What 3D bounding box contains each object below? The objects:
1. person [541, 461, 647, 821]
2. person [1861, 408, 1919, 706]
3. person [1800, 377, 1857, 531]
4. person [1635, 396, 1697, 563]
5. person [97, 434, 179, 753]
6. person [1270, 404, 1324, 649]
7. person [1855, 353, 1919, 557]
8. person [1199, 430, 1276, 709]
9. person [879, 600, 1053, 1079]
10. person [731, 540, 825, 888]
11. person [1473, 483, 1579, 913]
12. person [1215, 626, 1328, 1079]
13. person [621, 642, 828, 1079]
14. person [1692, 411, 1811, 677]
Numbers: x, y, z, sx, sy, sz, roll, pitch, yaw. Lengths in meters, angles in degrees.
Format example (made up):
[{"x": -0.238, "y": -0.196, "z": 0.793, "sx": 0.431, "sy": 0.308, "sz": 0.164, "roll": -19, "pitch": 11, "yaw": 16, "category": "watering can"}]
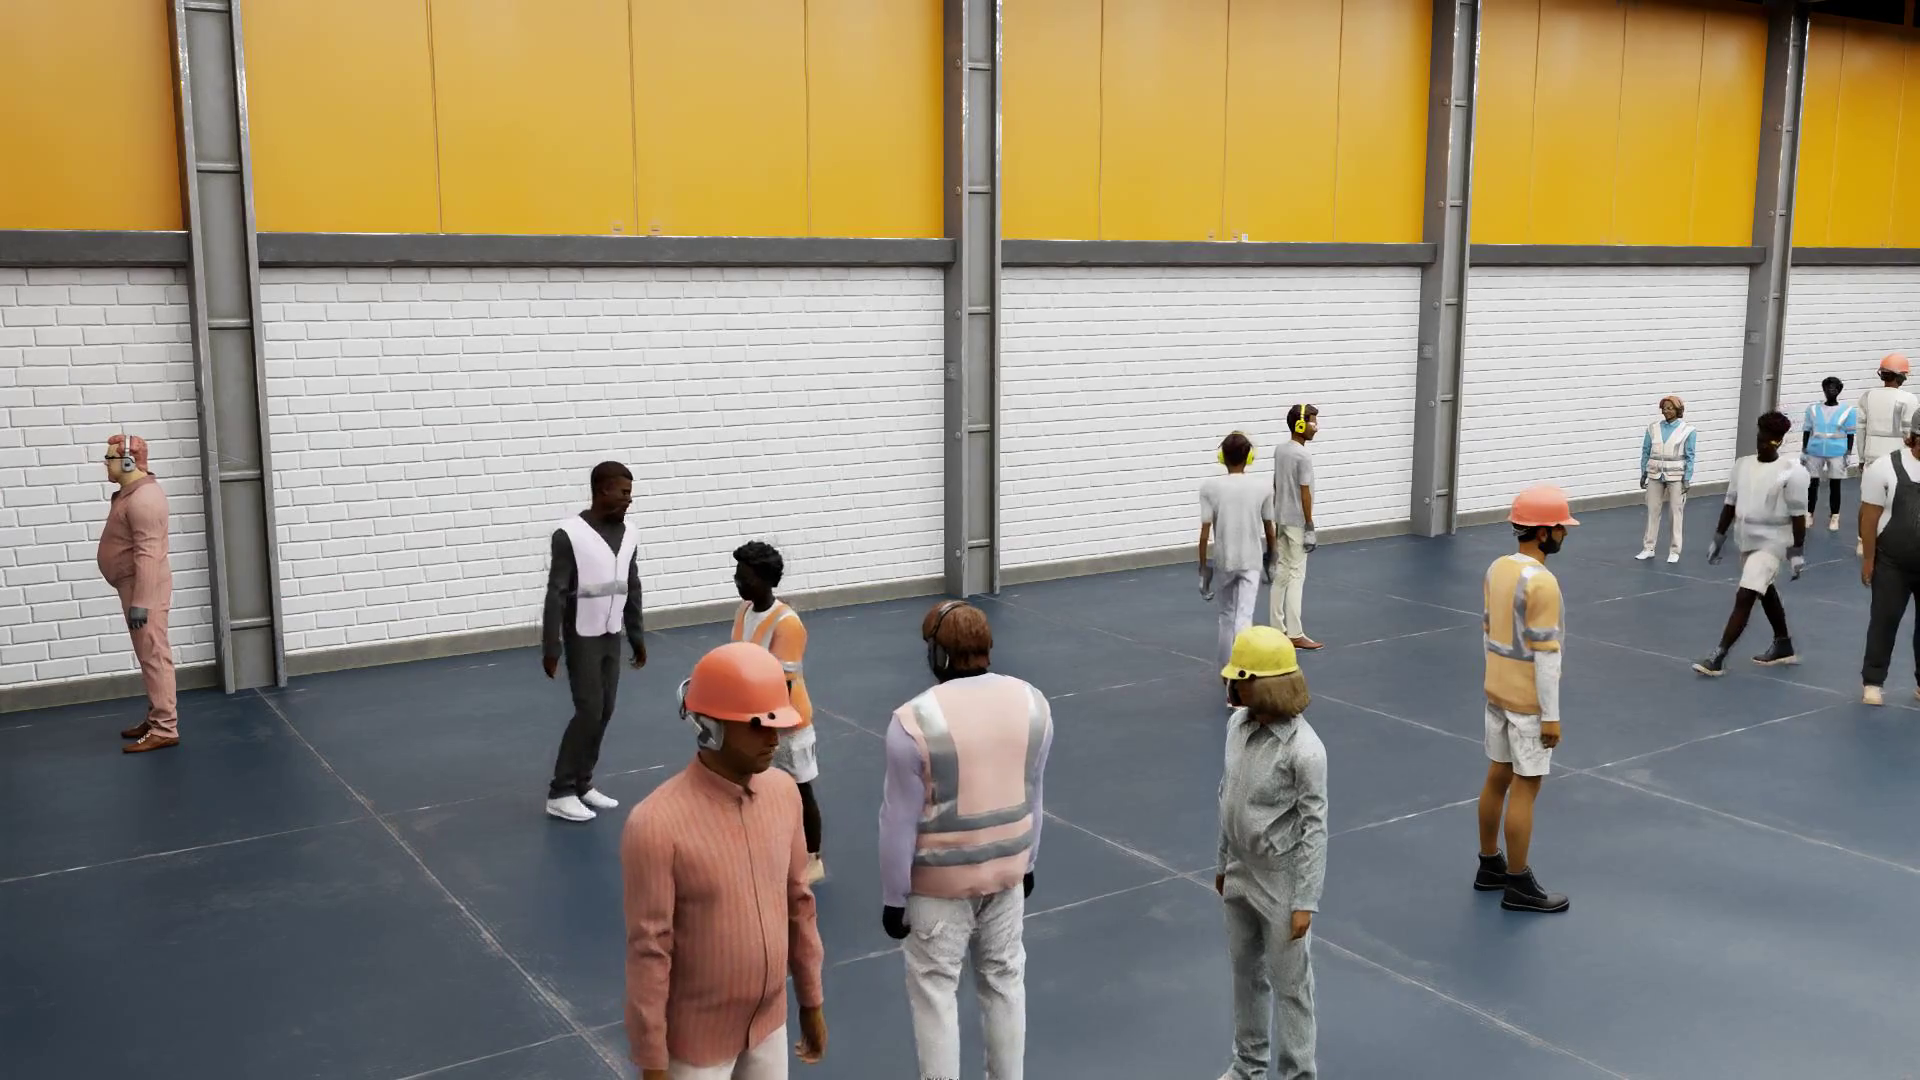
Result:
[{"x": -1.948, "y": 0.524, "z": 8.854, "sx": 0.403, "sy": 1.872, "sz": 0.673, "roll": 5, "pitch": 10, "yaw": 26, "category": "person"}, {"x": 6.300, "y": 0.098, "z": 10.915, "sx": 0.690, "sy": 2.000, "sz": 0.540, "roll": 2, "pitch": 10, "yaw": 13, "category": "person"}, {"x": 9.530, "y": -0.938, "z": 18.249, "sx": 0.569, "sy": 1.697, "sz": 0.417, "roll": 7, "pitch": 12, "yaw": 38, "category": "person"}, {"x": 6.931, "y": -0.598, "z": 16.315, "sx": 0.513, "sy": 1.641, "sz": 0.307, "roll": 9, "pitch": 13, "yaw": 44, "category": "person"}, {"x": -4.948, "y": 0.315, "z": 10.011, "sx": 0.406, "sy": 1.911, "sz": 0.637, "roll": -4, "pitch": 10, "yaw": -25, "category": "person"}, {"x": 2.556, "y": -0.103, "z": 12.666, "sx": 0.331, "sy": 1.865, "sz": 0.519, "roll": -3, "pitch": 10, "yaw": -17, "category": "person"}, {"x": 9.164, "y": -0.822, "z": 16.442, "sx": 0.365, "sy": 2.048, "sz": 0.608, "roll": -5, "pitch": 11, "yaw": -29, "category": "person"}, {"x": 1.842, "y": 0.181, "z": 11.098, "sx": 0.503, "sy": 1.821, "sz": 1.001, "roll": 2, "pitch": 10, "yaw": 14, "category": "person"}, {"x": 0.000, "y": 1.104, "z": 5.503, "sx": 0.630, "sy": 1.832, "sz": 0.430, "roll": -6, "pitch": 11, "yaw": -31, "category": "person"}, {"x": -0.945, "y": 0.839, "z": 7.552, "sx": 0.785, "sy": 1.661, "sz": 0.545, "roll": -8, "pitch": 12, "yaw": -40, "category": "person"}, {"x": 2.577, "y": 0.707, "z": 7.556, "sx": 0.368, "sy": 1.939, "sz": 0.542, "roll": -1, "pitch": 10, "yaw": -8, "category": "person"}, {"x": 1.004, "y": 1.137, "z": 5.555, "sx": 0.324, "sy": 1.740, "sz": 0.492, "roll": -5, "pitch": 11, "yaw": -27, "category": "person"}, {"x": -0.591, "y": 1.234, "z": 4.252, "sx": 0.401, "sy": 1.988, "sz": 0.628, "roll": 7, "pitch": 11, "yaw": 35, "category": "person"}, {"x": 5.664, "y": 0.023, "z": 11.815, "sx": 1.026, "sy": 1.899, "sz": 0.663, "roll": -3, "pitch": 10, "yaw": -18, "category": "person"}]
